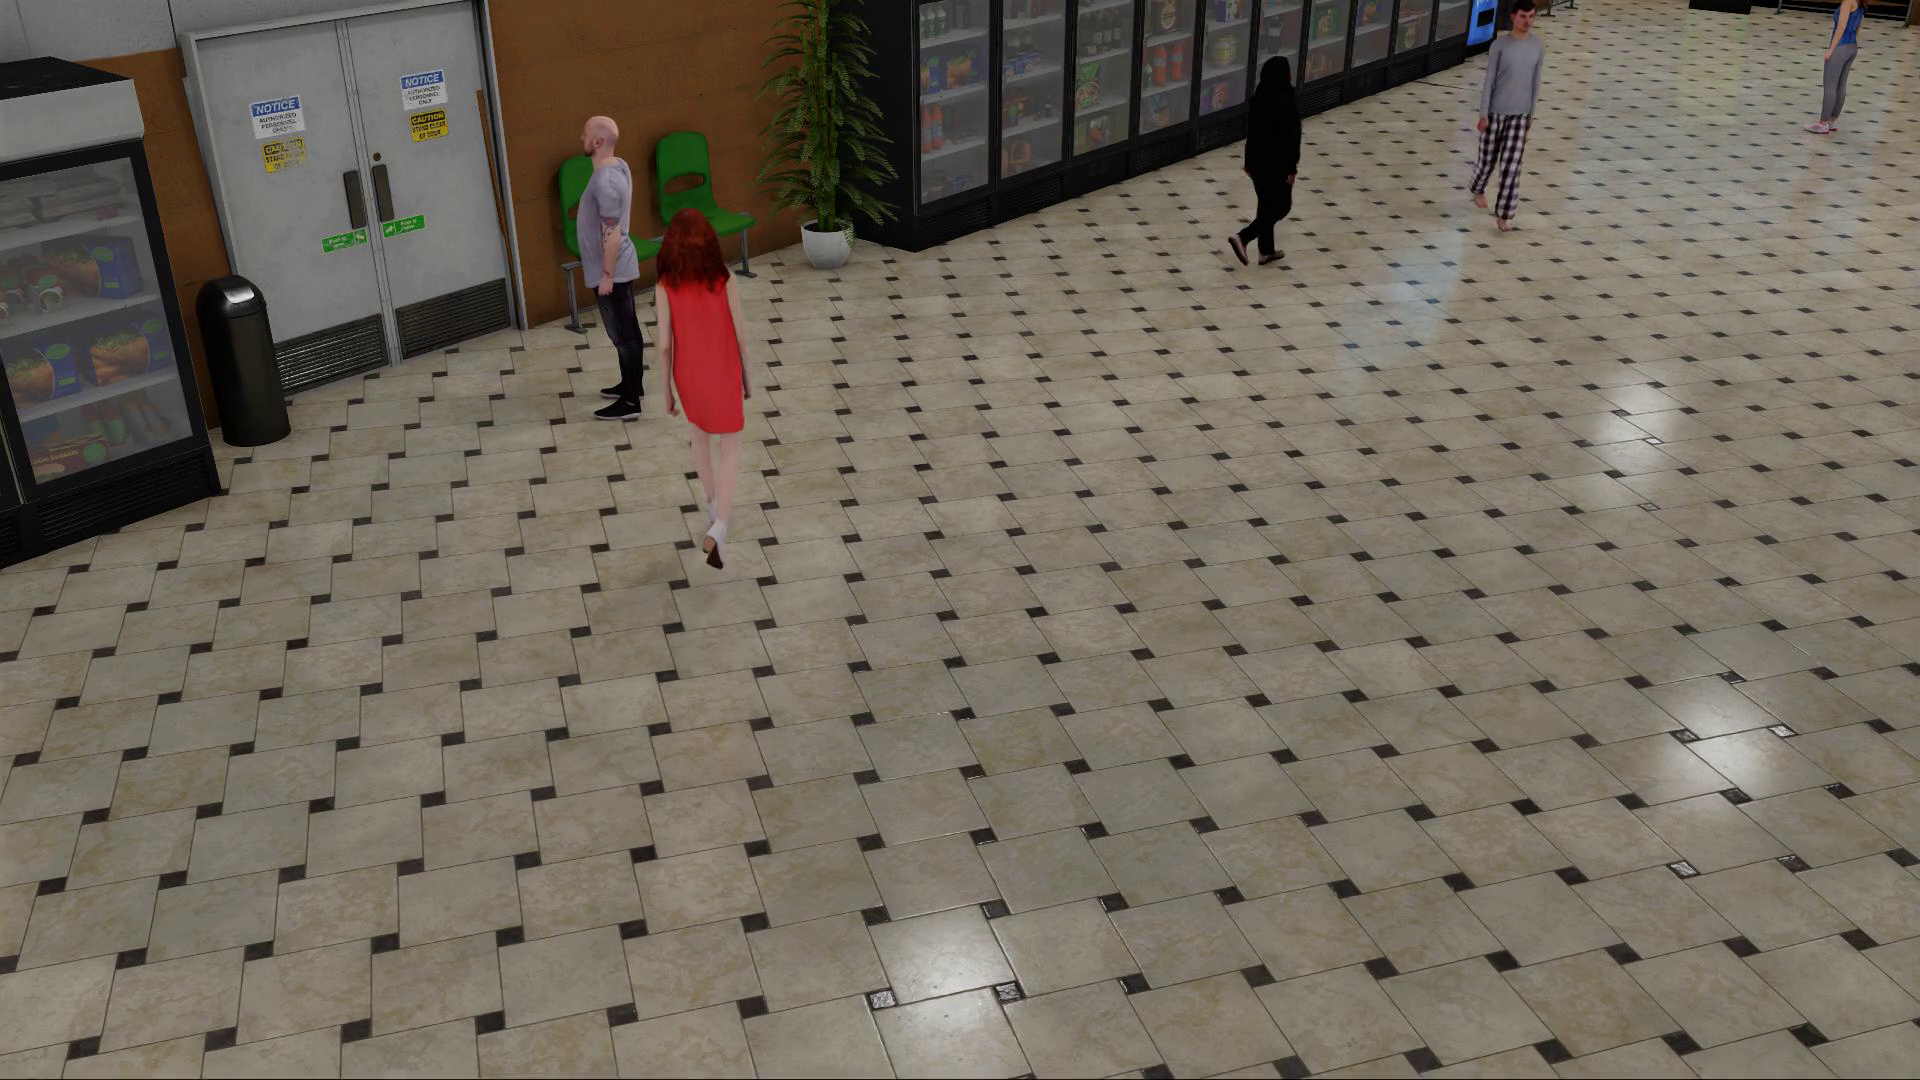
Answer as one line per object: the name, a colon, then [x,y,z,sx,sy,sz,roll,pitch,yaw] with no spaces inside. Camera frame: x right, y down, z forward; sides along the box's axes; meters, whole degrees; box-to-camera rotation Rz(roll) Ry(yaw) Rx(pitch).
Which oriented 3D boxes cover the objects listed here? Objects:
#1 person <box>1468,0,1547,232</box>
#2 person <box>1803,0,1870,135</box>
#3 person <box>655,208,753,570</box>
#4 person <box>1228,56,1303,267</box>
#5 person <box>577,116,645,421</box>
person: [4.527,-3.560,13.887,1.180,1.805,1.126,2,27,4]
person: [8.944,-4.960,16.864,0.614,1.610,0.613,-18,32,-32]
person: [-1.253,-0.716,8.289,1.123,1.796,1.105,0,27,1]
person: [2.316,-2.845,12.703,0.882,1.601,0.927,-15,31,-28]
person: [-2.108,-1.658,10.100,0.808,1.838,0.750,-2,27,-4]
